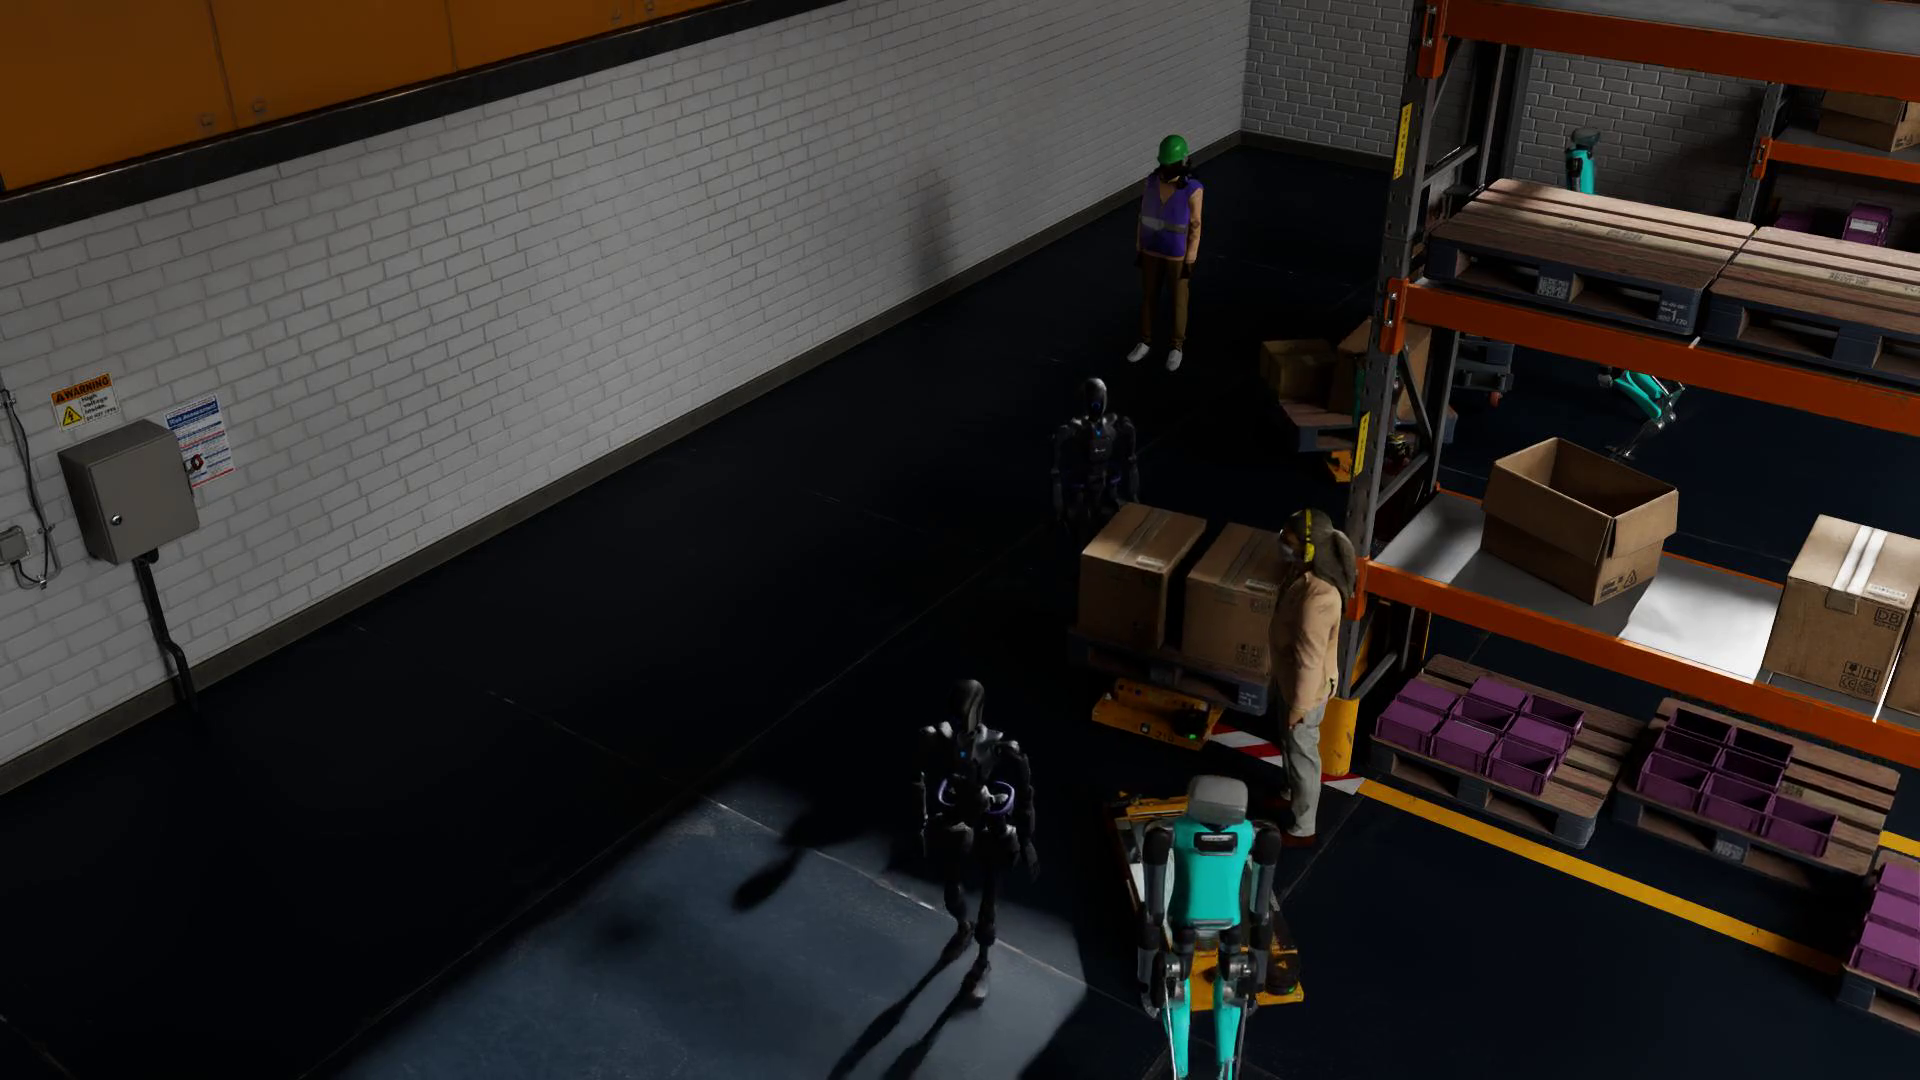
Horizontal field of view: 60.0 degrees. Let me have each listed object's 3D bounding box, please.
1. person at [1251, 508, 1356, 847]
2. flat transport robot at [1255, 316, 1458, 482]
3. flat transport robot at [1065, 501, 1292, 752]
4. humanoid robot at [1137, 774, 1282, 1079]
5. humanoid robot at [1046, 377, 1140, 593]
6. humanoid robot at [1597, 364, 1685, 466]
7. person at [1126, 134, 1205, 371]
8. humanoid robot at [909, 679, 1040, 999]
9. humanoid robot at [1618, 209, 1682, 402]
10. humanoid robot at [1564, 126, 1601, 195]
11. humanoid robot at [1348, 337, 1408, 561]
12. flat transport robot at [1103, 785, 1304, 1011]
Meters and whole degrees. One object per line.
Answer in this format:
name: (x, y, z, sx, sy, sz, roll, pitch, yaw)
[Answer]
person: (1.697, 0.680, 8.268, 0.390, 1.868, 0.558, 2, 30, 3)
flat transport robot: (2.911, -0.843, 12.501, 0.659, 0.231, 1.431, -4, 30, -7)
flat transport robot: (1.353, 0.713, 9.803, 0.659, 0.231, 1.431, 14, 33, 23)
humanoid robot: (0.957, 1.863, 6.448, 0.535, 1.878, 0.771, -1, 30, -1)
humanoid robot: (0.821, -0.241, 10.113, 0.609, 1.640, 0.773, -6, 31, -11)
humanoid robot: (4.801, -1.257, 11.617, 0.533, 1.677, 0.735, -25, 38, -36)
person: (1.674, -2.335, 13.431, 0.529, 1.928, 0.410, 17, 34, 27)
humanoid robot: (0.071, 1.280, 7.417, 0.615, 1.642, 0.423, 8, 31, 14)
humanoid robot: (5.341, -1.702, 12.638, 0.609, 1.622, 0.791, 3, 30, 6)
humanoid robot: (5.405, -2.584, 14.024, 0.822, 1.723, 0.530, 14, 33, 23)
humanoid robot: (2.718, -0.422, 10.361, 0.667, 1.860, 0.553, -5, 30, -9)
flat transport robot: (1.152, 1.700, 8.090, 0.659, 0.231, 1.431, -3, 30, -6)
